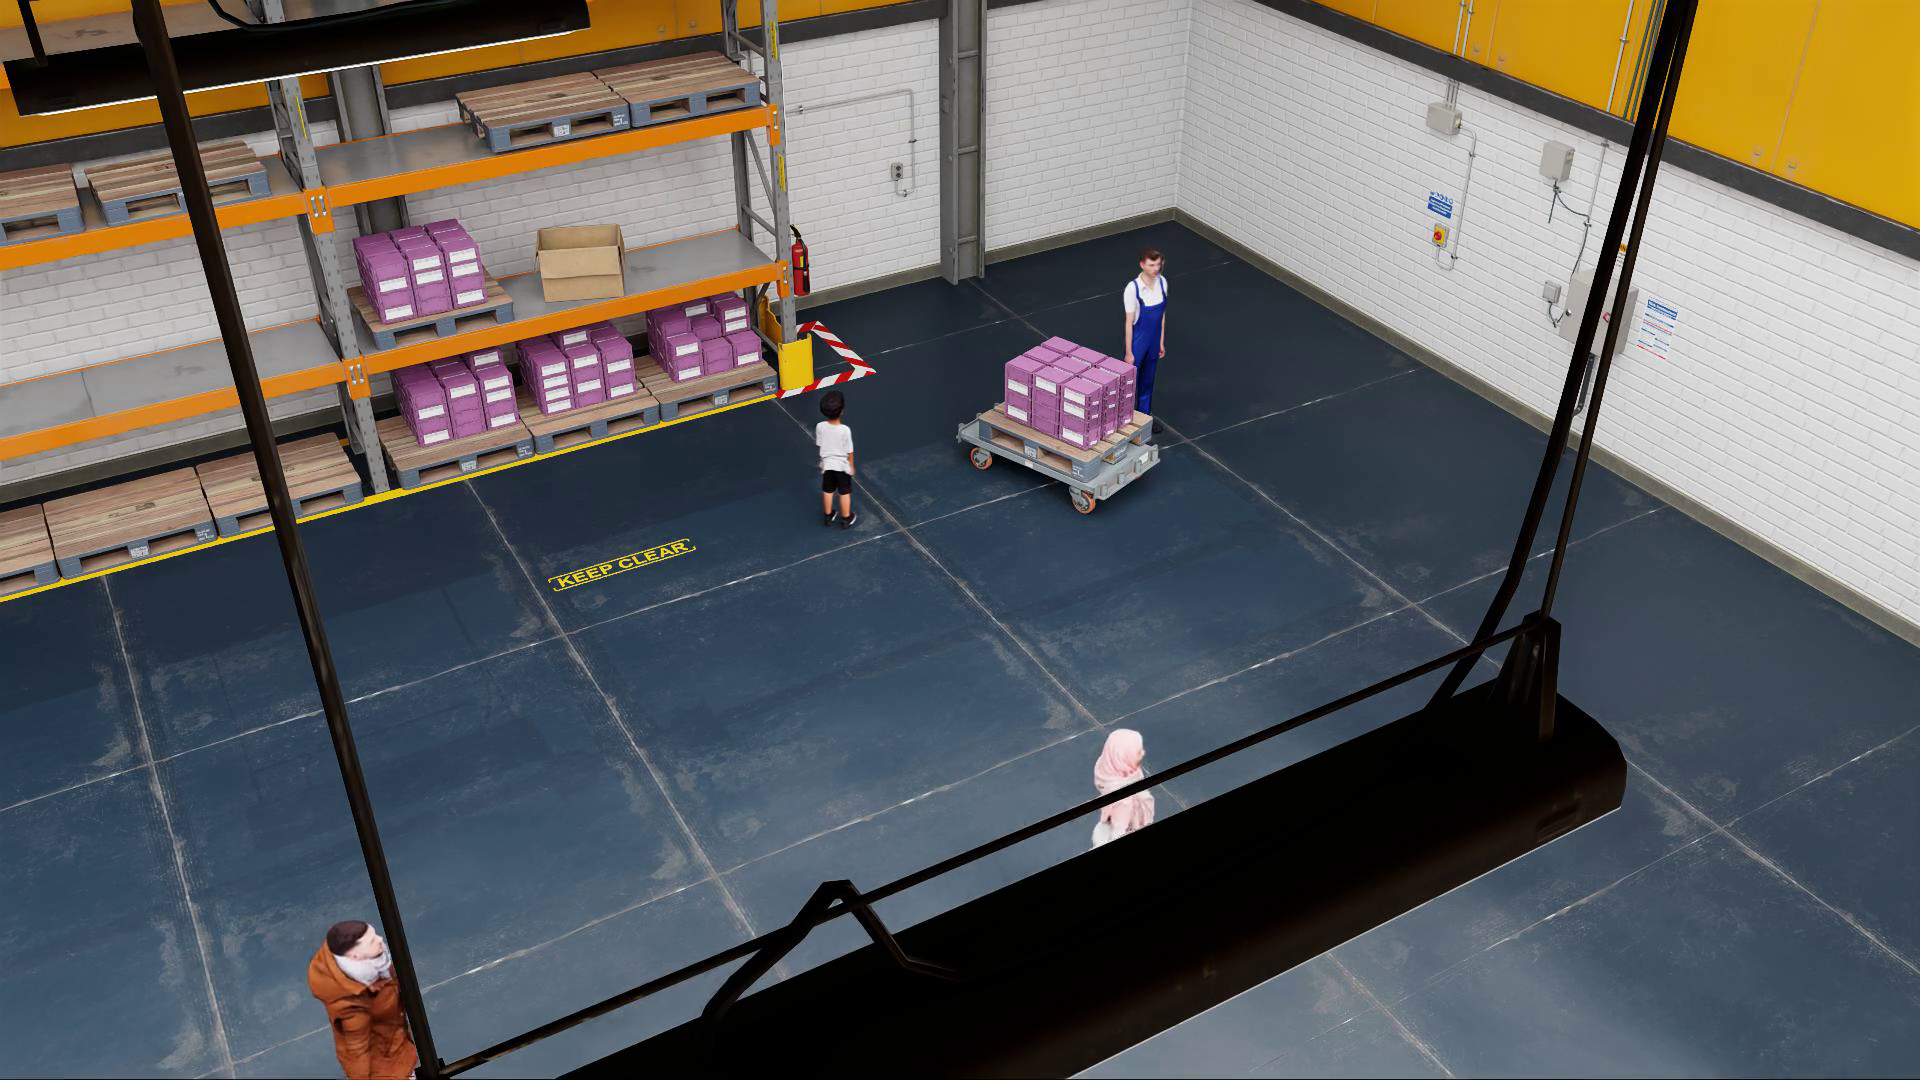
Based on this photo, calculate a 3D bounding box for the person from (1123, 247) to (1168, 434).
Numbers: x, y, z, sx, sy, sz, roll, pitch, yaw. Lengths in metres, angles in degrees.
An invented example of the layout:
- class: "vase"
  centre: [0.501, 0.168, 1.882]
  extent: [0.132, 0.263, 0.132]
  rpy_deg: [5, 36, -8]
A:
- class: "person"
  centre: [1.659, -1.804, 15.078]
  extent: [0.519, 1.851, 0.696]
  rpy_deg: [-21, 39, -29]

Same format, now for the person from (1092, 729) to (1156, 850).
- class: "person"
  centre: [0.825, 1.836, 9.693]
  extent: [1.241, 1.751, 0.935]
  rpy_deg: [-5, 34, -8]

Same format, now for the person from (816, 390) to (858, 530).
- class: "person"
  centre: [-1.034, -0.662, 13.898]
  extent: [0.569, 1.256, 0.619]
  rpy_deg: [13, 36, 19]

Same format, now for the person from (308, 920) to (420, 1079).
- class: "person"
  centre: [-3.073, 2.631, 8.469]
  extent: [1.110, 1.782, 0.686]
  rpy_deg: [-17, 37, -24]
